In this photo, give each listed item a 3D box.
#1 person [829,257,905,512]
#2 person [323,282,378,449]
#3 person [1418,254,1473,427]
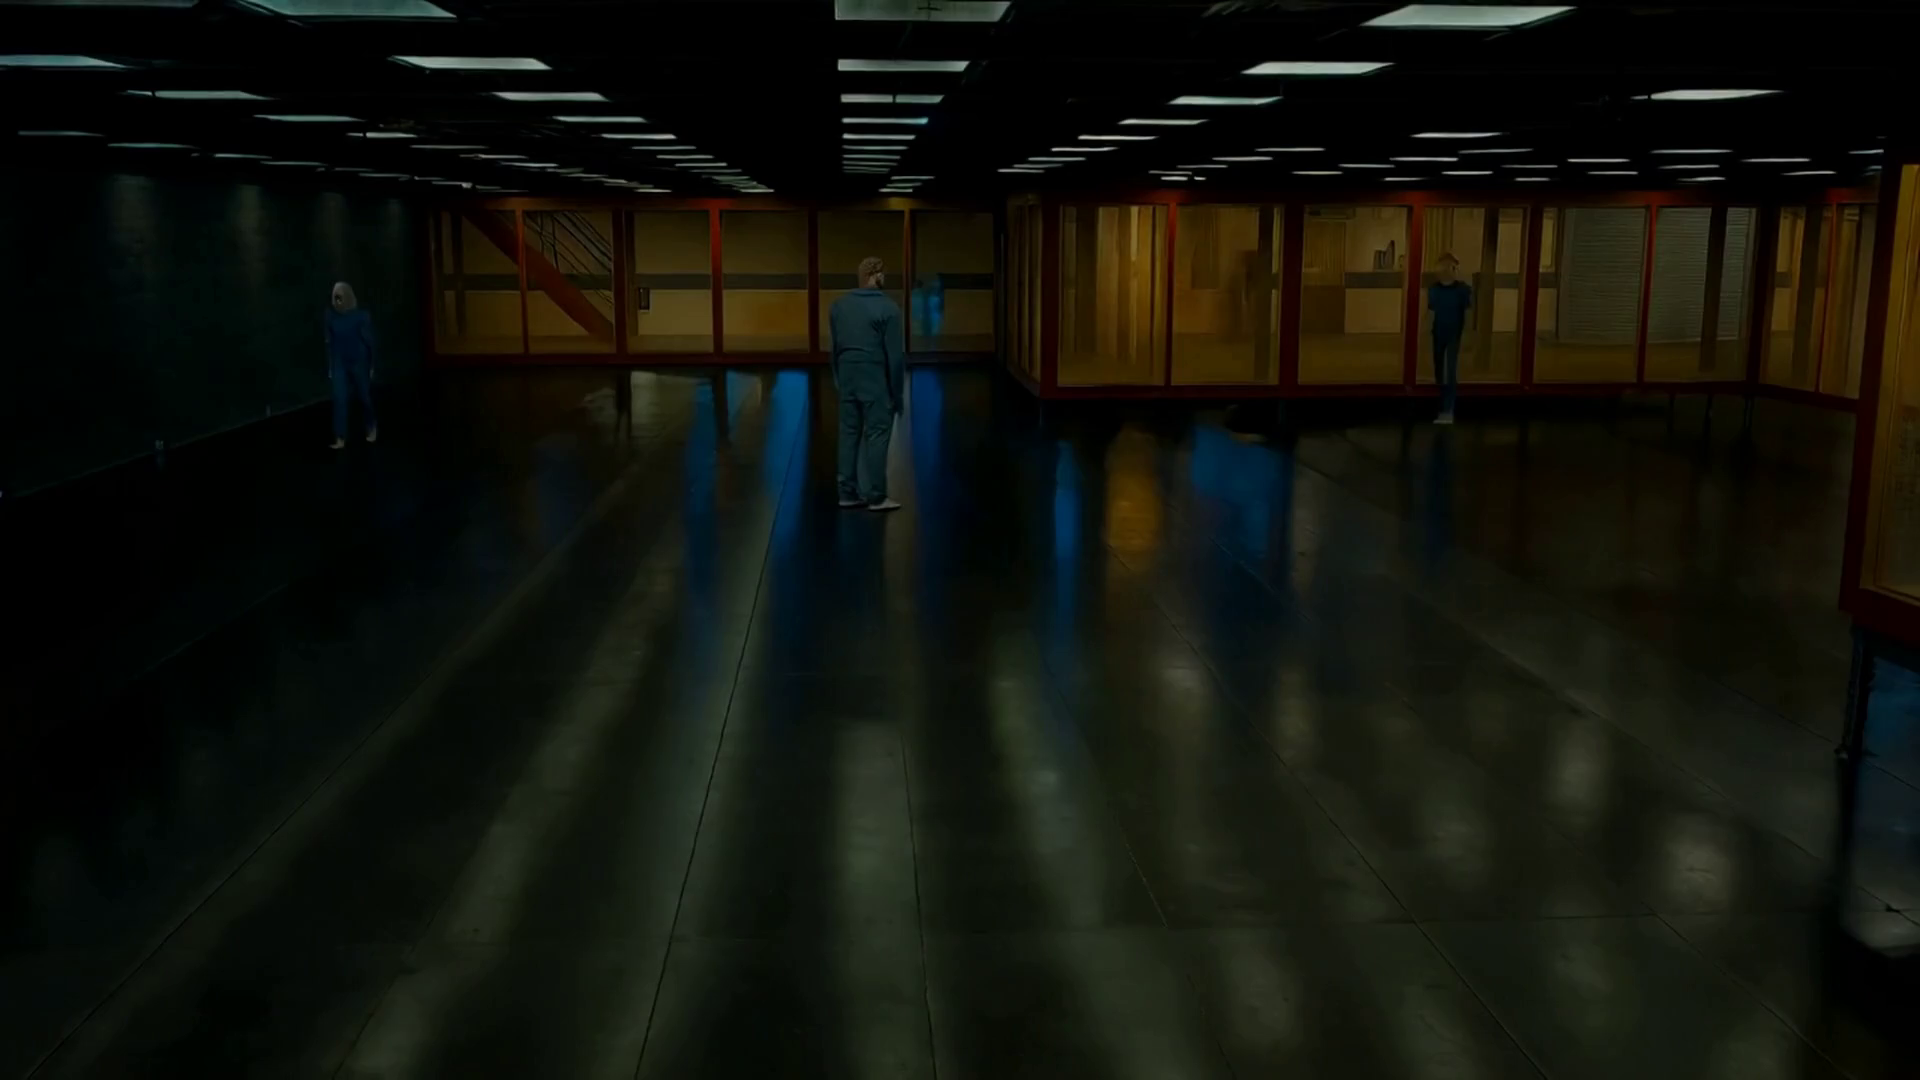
[{"bbox_3d":[-0.671,-1.162,12.498,0.634,1.900,0.398,6,12,30],"label":"person"},{"bbox_3d":[-5.953,-1.714,16.298,0.518,1.620,0.723,1,11,4],"label":"person"},{"bbox_3d":[5.223,-2.141,17.892,0.550,1.848,0.571,6,12,30],"label":"person"}]
